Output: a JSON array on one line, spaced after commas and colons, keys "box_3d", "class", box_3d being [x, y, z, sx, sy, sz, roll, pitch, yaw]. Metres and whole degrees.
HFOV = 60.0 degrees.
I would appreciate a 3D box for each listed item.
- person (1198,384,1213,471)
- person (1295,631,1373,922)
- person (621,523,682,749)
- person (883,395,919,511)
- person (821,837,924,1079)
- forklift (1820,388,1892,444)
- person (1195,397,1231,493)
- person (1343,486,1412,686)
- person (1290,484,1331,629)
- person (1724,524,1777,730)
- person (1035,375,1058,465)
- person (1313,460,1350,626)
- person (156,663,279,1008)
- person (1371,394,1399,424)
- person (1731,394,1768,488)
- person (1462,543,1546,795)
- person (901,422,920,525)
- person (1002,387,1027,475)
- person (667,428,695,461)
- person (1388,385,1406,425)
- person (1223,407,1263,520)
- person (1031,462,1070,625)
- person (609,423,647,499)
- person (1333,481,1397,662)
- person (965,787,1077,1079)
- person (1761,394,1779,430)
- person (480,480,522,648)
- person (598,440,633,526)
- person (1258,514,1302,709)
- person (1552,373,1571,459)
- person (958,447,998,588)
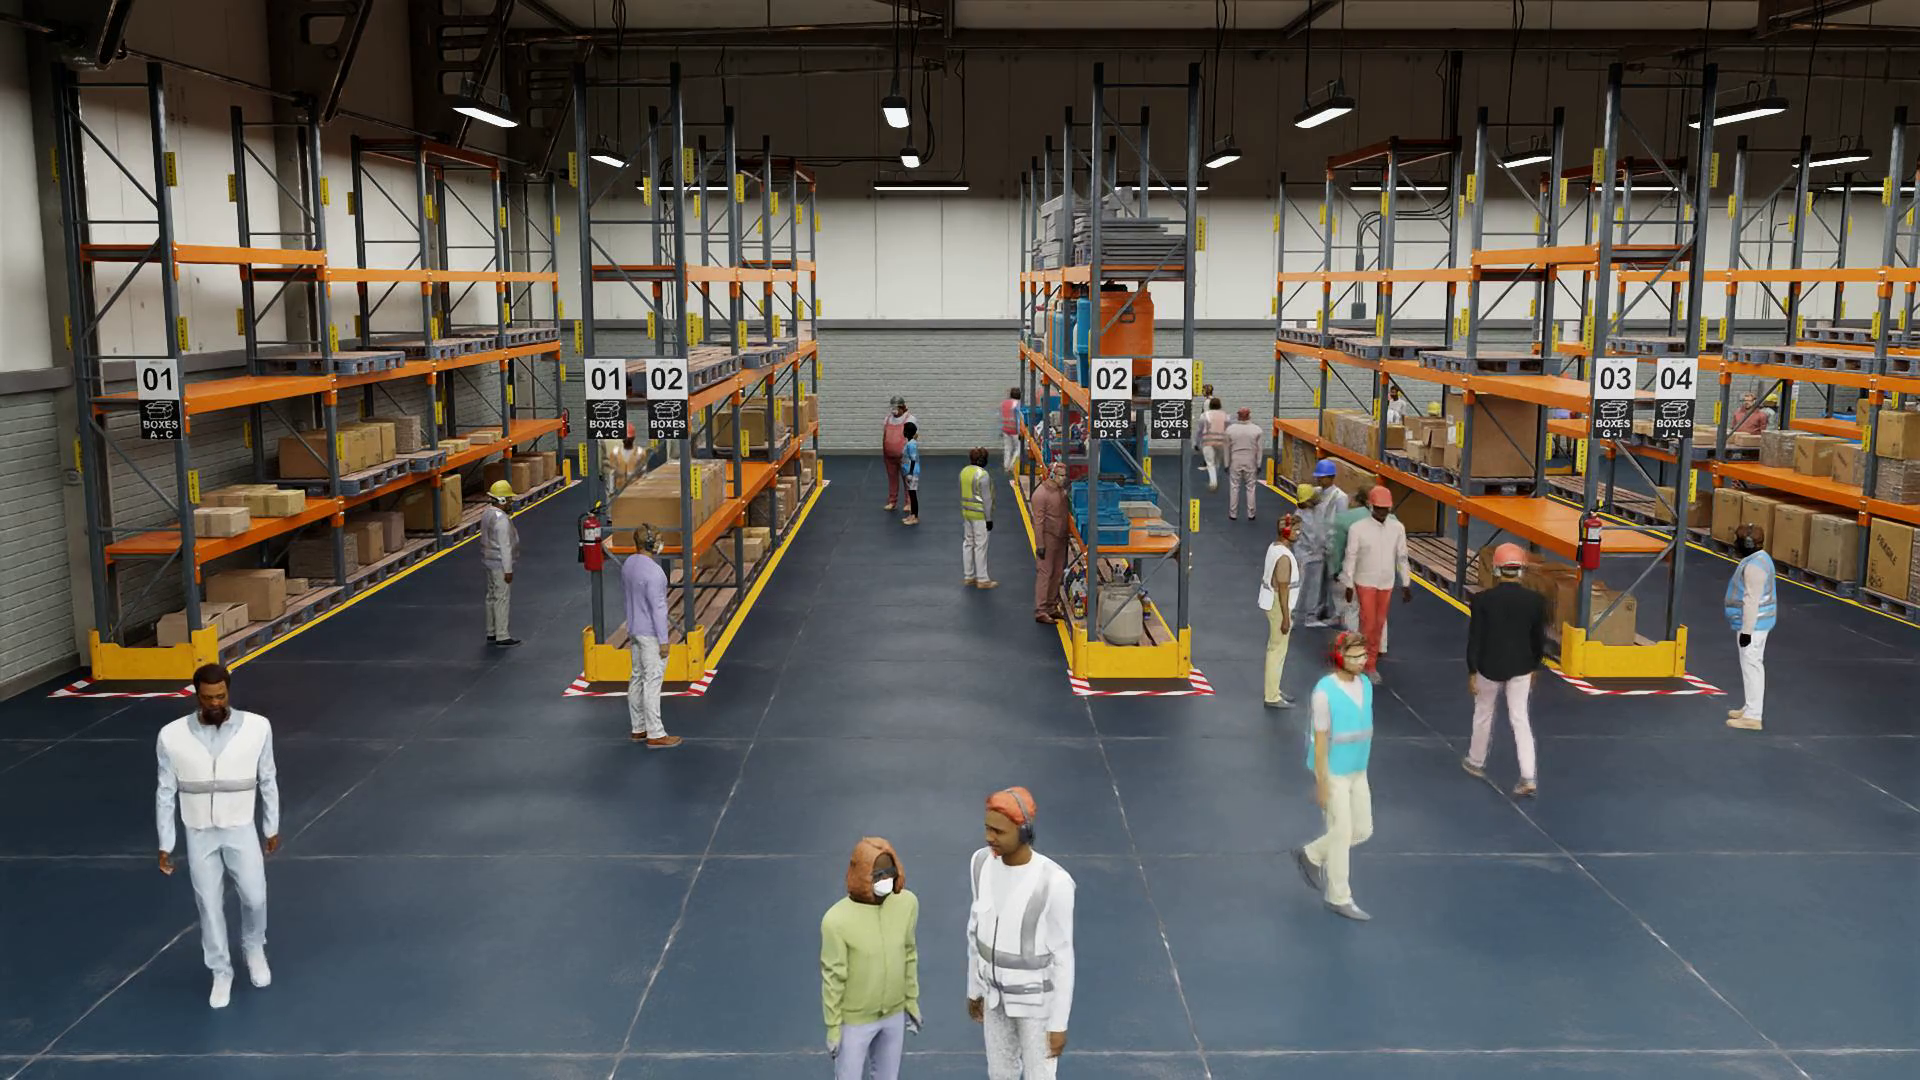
[{"box_3d": [5.248, -2.370, 35.053, 0.348, 1.839, 0.504, 5, 10, 31], "class": "person"}, {"box_3d": [2.363, 1.455, 10.459, 0.570, 1.830, 0.548, -8, 12, -42], "class": "person"}, {"box_3d": [-2.664, 0.813, 14.244, 0.372, 1.940, 0.630, -7, 11, -37], "class": "person"}, {"box_3d": [-1.080, -1.515, 28.890, 0.684, 2.000, 0.535, 5, 10, 28], "class": "person"}, {"box_3d": [-0.375, 2.063, 7.175, 0.501, 1.633, 0.282, -7, 11, -38], "class": "person"}, {"box_3d": [20.072, -3.110, 36.462, 1.873, 2.768, 1.129, 0, 9, 0], "class": "forklift"}, {"box_3d": [4.813, -1.796, 31.453, 0.614, 1.814, 0.875, -2, 9, -13], "class": "person"}, {"box_3d": [4.176, 0.458, 16.453, 0.619, 1.966, 0.814, -2, 9, -14], "class": "person"}, {"box_3d": [3.998, 0.190, 19.016, 0.597, 1.708, 0.342, -5, 10, -28], "class": "person"}, {"box_3d": [7.070, 0.767, 14.902, 0.432, 1.836, 0.632, 5, 10, 28], "class": "person"}, {"box_3d": [1.848, -2.613, 36.122, 0.612, 1.986, 0.401, 3, 9, 18], "class": "person"}, {"box_3d": [4.256, 0.027, 19.329, 0.423, 1.939, 0.596, -4, 10, -24], "class": "person"}, {"box_3d": [-4.105, 1.609, 9.220, 0.618, 1.908, 0.456, -3, 9, -21], "class": "person"}, {"box_3d": [7.918, -1.803, 31.115, 0.543, 1.929, 0.387, 0, 9, 3], "class": "person"}, {"box_3d": [14.656, -1.776, 31.002, 0.409, 1.908, 0.640, -7, 12, -40], "class": "person"}, {"box_3d": [4.284, 0.992, 13.053, 0.628, 1.959, 0.963, 0, 9, 2], "class": "person"}, {"box_3d": [-0.816, -1.091, 27.261, 0.315, 1.696, 0.541, -1, 9, -4], "class": "person"}, {"box_3d": [1.101, -2.221, 34.166, 0.452, 1.811, 0.703, -6, 11, -35], "class": "person"}, {"box_3d": [-4.629, -1.214, 27.231, 0.670, 1.949, 0.880, -8, 12, -42], "class": "person"}, {"box_3d": [8.984, -2.270, 34.353, 0.337, 1.860, 0.498, -6, 11, -35], "class": "person"}, {"box_3d": [4.723, -1.271, 27.790, 0.645, 1.901, 0.400, 1, 9, 9], "class": "person"}, {"box_3d": [1.094, 0.028, 19.452, 0.401, 1.894, 0.654, 6, 11, 35], "class": "person"}, {"box_3d": [-4.875, -0.780, 24.546, 0.556, 1.923, 0.720, 0, 9, 3], "class": "person"}, {"box_3d": [4.215, 0.340, 17.338, 0.634, 1.924, 0.463, 0, 9, -1], "class": "person"}, {"box_3d": [0.250, 1.958, 7.081, 0.343, 1.878, 0.583, -8, 12, -44], "class": "person"}, {"box_3d": [16.315, -2.089, 33.581, 0.320, 1.731, 0.489, 0, 9, -2], "class": "person"}, {"box_3d": [-5.024, 0.258, 18.201, 0.404, 1.823, 0.590, -6, 11, -34], "class": "person"}, {"box_3d": [-5.604, -1.136, 27.153, 0.606, 1.828, 0.403, -1, 9, -4], "class": "person"}, {"box_3d": [2.990, 0.661, 15.563, 0.390, 1.837, 0.560, 1, 9, 4], "class": "person"}, {"box_3d": [13.583, -2.793, 37.438, 0.542, 1.939, 0.363, 2, 9, 12], "class": "person"}, {"box_3d": [0.243, -0.295, 21.683, 0.430, 1.844, 0.619, -6, 10, -32], "class": "person"}]
